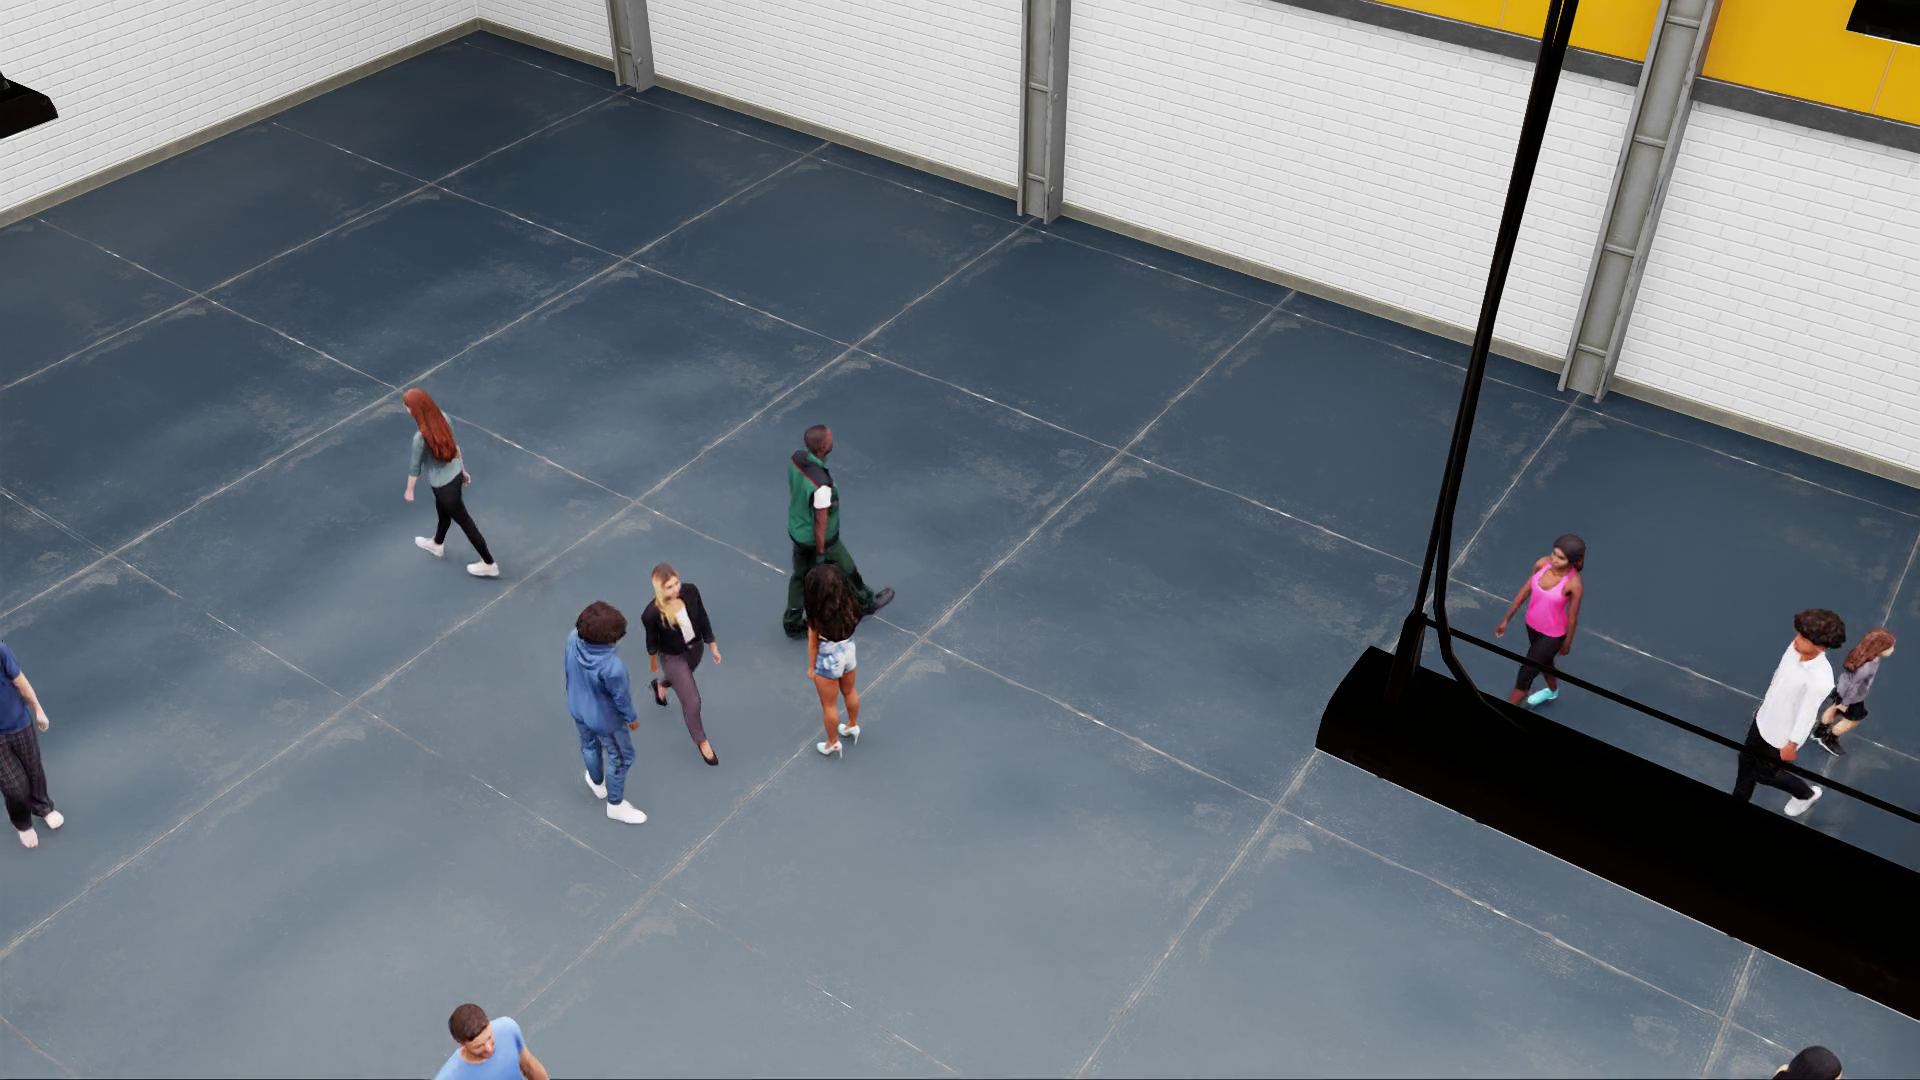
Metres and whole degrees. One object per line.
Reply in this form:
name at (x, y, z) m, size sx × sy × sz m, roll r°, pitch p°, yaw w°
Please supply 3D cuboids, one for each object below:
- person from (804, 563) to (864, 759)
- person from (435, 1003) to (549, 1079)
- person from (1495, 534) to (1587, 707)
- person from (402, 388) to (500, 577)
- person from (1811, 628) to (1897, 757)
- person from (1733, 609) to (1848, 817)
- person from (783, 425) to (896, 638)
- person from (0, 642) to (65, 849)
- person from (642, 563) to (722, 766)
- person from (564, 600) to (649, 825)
person at (-0.858, 0.821, 11.335) m, size 0.561 × 1.621 × 0.549 m, roll 26°, pitch 45°, yaw 28°
person at (-2.427, 2.916, 8.555) m, size 1.209 × 1.815 × 0.692 m, roll 21°, pitch 43°, yaw 25°
person at (4.124, 0.610, 11.564) m, size 1.011 × 1.664 × 1.135 m, roll -16°, pitch 41°, yaw -19°
person at (-3.866, -0.394, 12.787) m, size 1.073 × 1.707 × 0.804 m, roll 9°, pitch 39°, yaw 11°
person at (6.129, 1.008, 11.522) m, size 0.490 × 1.093 × 0.493 m, roll 19°, pitch 43°, yaw 23°
person at (5.396, 1.175, 10.752) m, size 1.041 × 1.794 × 0.922 m, roll 0°, pitch 39°, yaw 0°
person at (-1.149, -0.010, 12.233) m, size 1.057 × 1.797 × 1.168 m, roll -20°, pitch 43°, yaw -23°
person at (-6.221, 1.166, 10.712) m, size 0.644 × 1.859 × 0.663 m, roll 25°, pitch 45°, yaw 28°
person at (-1.970, 0.766, 11.395) m, size 1.084 × 1.630 × 0.676 m, roll 28°, pitch 46°, yaw 30°
person at (-2.416, 1.068, 10.890) m, size 0.516 × 1.790 × 0.881 m, roll 16°, pitch 41°, yaw 19°
